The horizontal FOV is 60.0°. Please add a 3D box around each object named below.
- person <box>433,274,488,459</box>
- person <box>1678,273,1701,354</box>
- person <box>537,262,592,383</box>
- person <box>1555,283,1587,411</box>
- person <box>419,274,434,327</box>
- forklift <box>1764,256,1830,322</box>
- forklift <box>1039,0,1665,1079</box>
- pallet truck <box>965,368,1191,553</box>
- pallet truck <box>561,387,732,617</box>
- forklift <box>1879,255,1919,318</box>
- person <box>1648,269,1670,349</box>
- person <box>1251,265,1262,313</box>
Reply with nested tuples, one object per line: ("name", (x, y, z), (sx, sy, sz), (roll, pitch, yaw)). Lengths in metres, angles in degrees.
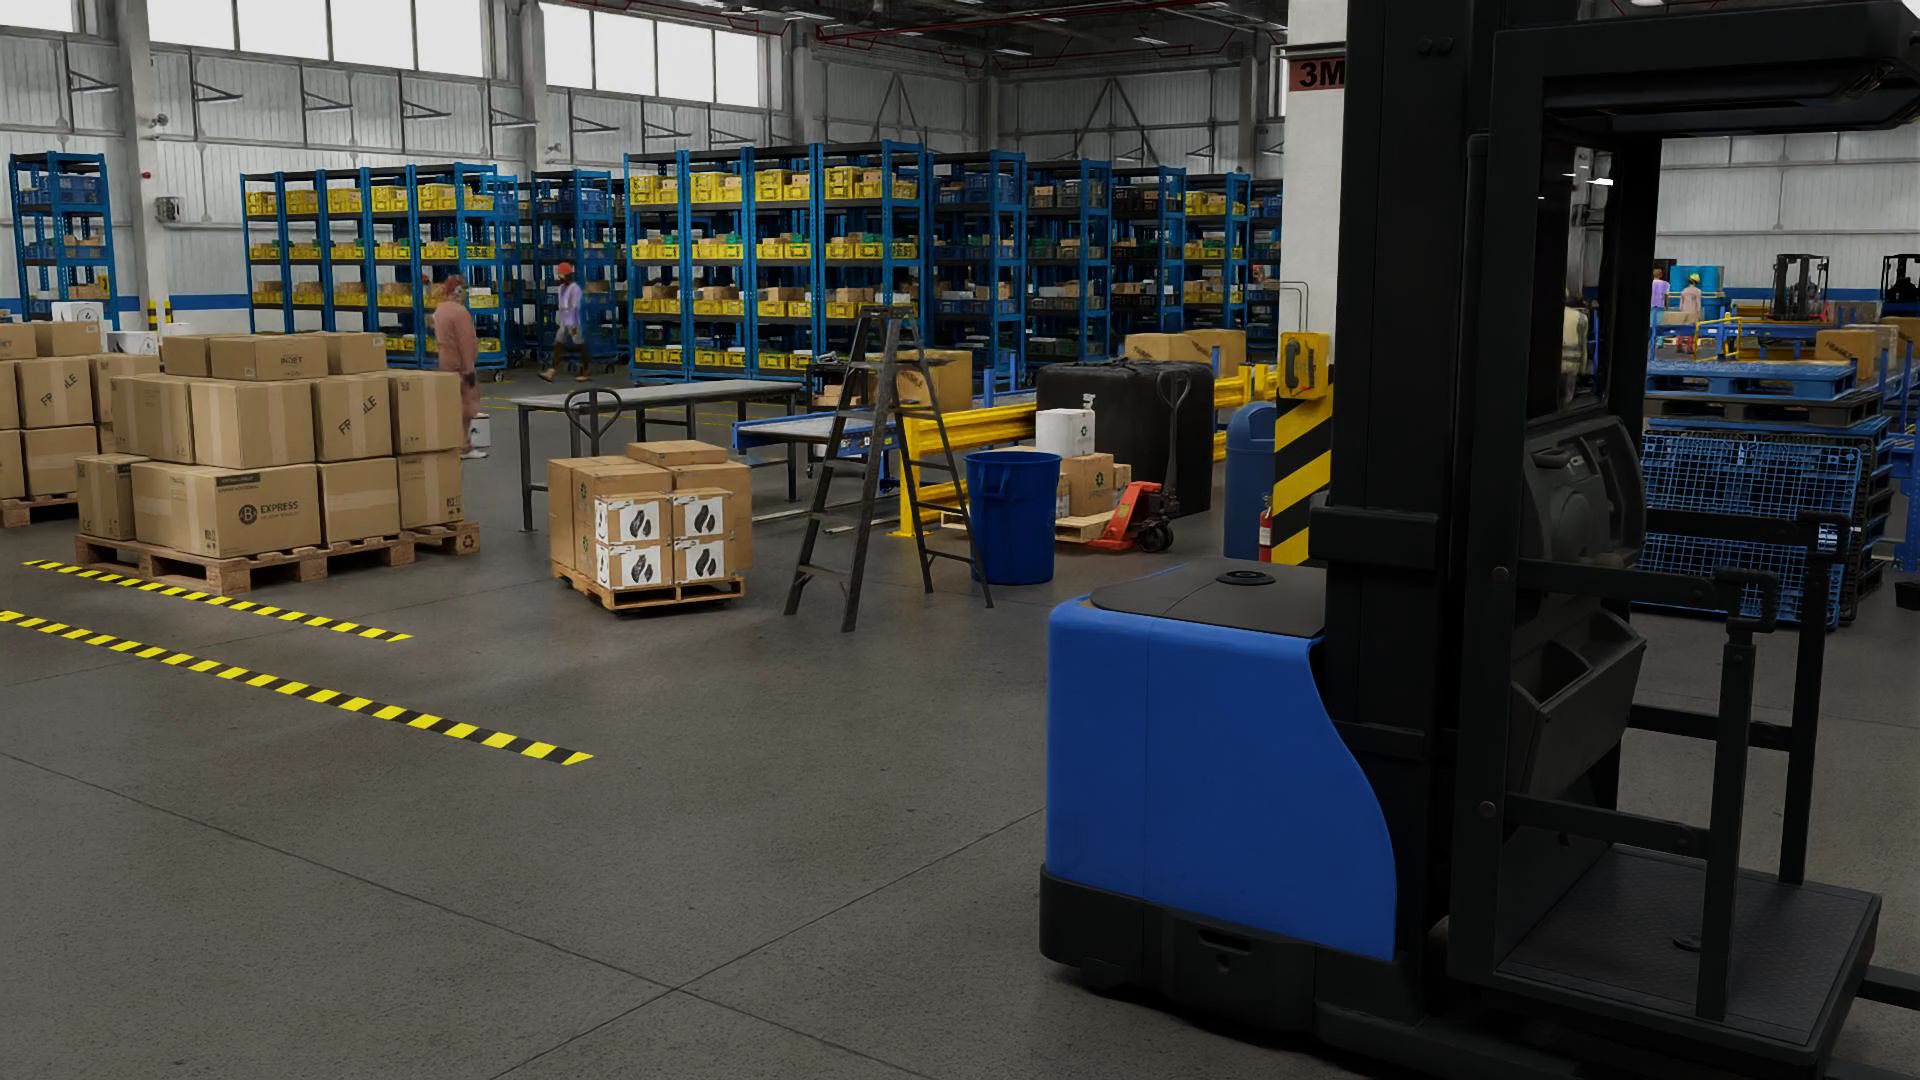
("person", (-5.104, -1.732, 16.787), (0.582, 1.890, 0.663), (-7, 12, -35))
("person", (15.963, -4.947, 36.327), (0.334, 1.766, 0.530), (-4, 10, -22))
("person", (-6.526, -3.583, 27.529), (0.639, 1.984, 1.050), (8, 12, 39))
("person", (7.184, -2.192, 19.887), (0.622, 1.787, 0.839), (0, 10, 1))
("person", (-11.584, -4.894, 36.077), (0.359, 1.742, 0.563), (4, 10, 24))
("forklift", (20.253, -5.854, 40.139), (1.157, 1.987, 2.680), (7, 12, 35))
("forklift", (1.249, -0.137, 4.360), (1.873, 2.768, 1.129), (7, 12, 35))
("pallet truck", (0.845, -0.609, 11.869), (1.630, 1.274, 0.653), (7, 12, 35))
("pallet truck", (-1.981, -0.274, 10.088), (0.680, 1.201, 1.601), (-5, 11, -28))
("forklift", (22.089, -5.634, 38.796), (1.157, 1.987, 2.680), (6, 11, 33))
("person", (16.062, -5.335, 38.409), (0.563, 1.839, 0.394), (3, 10, 18))
("person", (7.798, -6.324, 43.924), (0.469, 1.971, 0.613), (-5, 11, -29))
